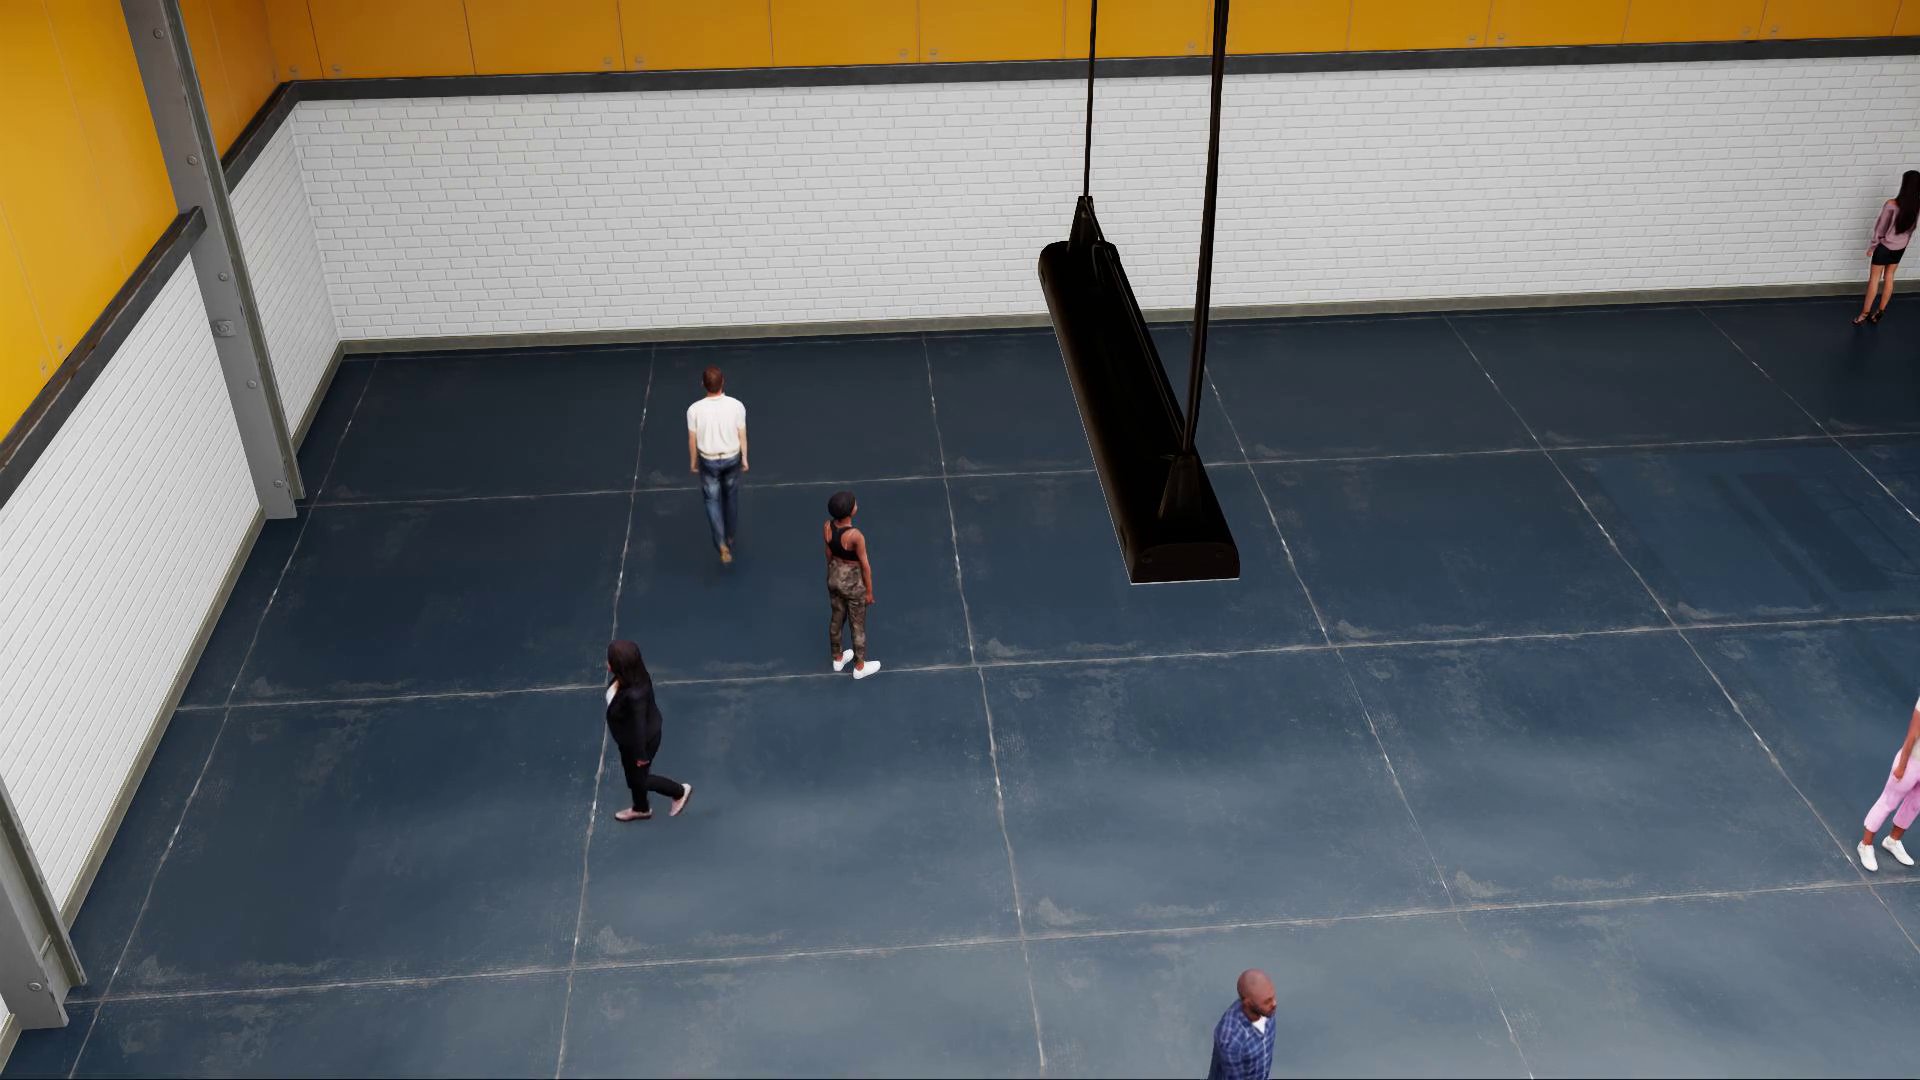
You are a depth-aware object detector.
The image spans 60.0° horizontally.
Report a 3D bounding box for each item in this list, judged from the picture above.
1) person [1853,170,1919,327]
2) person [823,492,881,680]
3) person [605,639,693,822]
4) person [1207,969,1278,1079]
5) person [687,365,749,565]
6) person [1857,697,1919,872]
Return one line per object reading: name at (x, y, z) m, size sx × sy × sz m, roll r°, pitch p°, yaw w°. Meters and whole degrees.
person at (10.333, -3.228, 18.469) m, size 0.624 × 1.811 × 0.536 m, roll -5°, pitch 34°, yaw -7°
person at (-0.895, 0.348, 13.189) m, size 0.663 × 1.700 × 0.711 m, roll 21°, pitch 39°, yaw 29°
person at (-2.209, 1.359, 11.752) m, size 0.846 × 1.607 × 0.829 m, roll -13°, pitch 36°, yaw -19°
person at (1.436, 3.003, 9.130) m, size 1.234 × 1.772 × 1.132 m, roll 27°, pitch 42°, yaw 35°
person at (-2.097, -0.632, 14.544) m, size 0.739 × 1.833 × 1.083 m, roll -6°, pitch 34°, yaw -9°
person at (6.589, 1.521, 11.389) m, size 0.577 × 1.740 × 0.506 m, roll -4°, pitch 34°, yaw -6°
